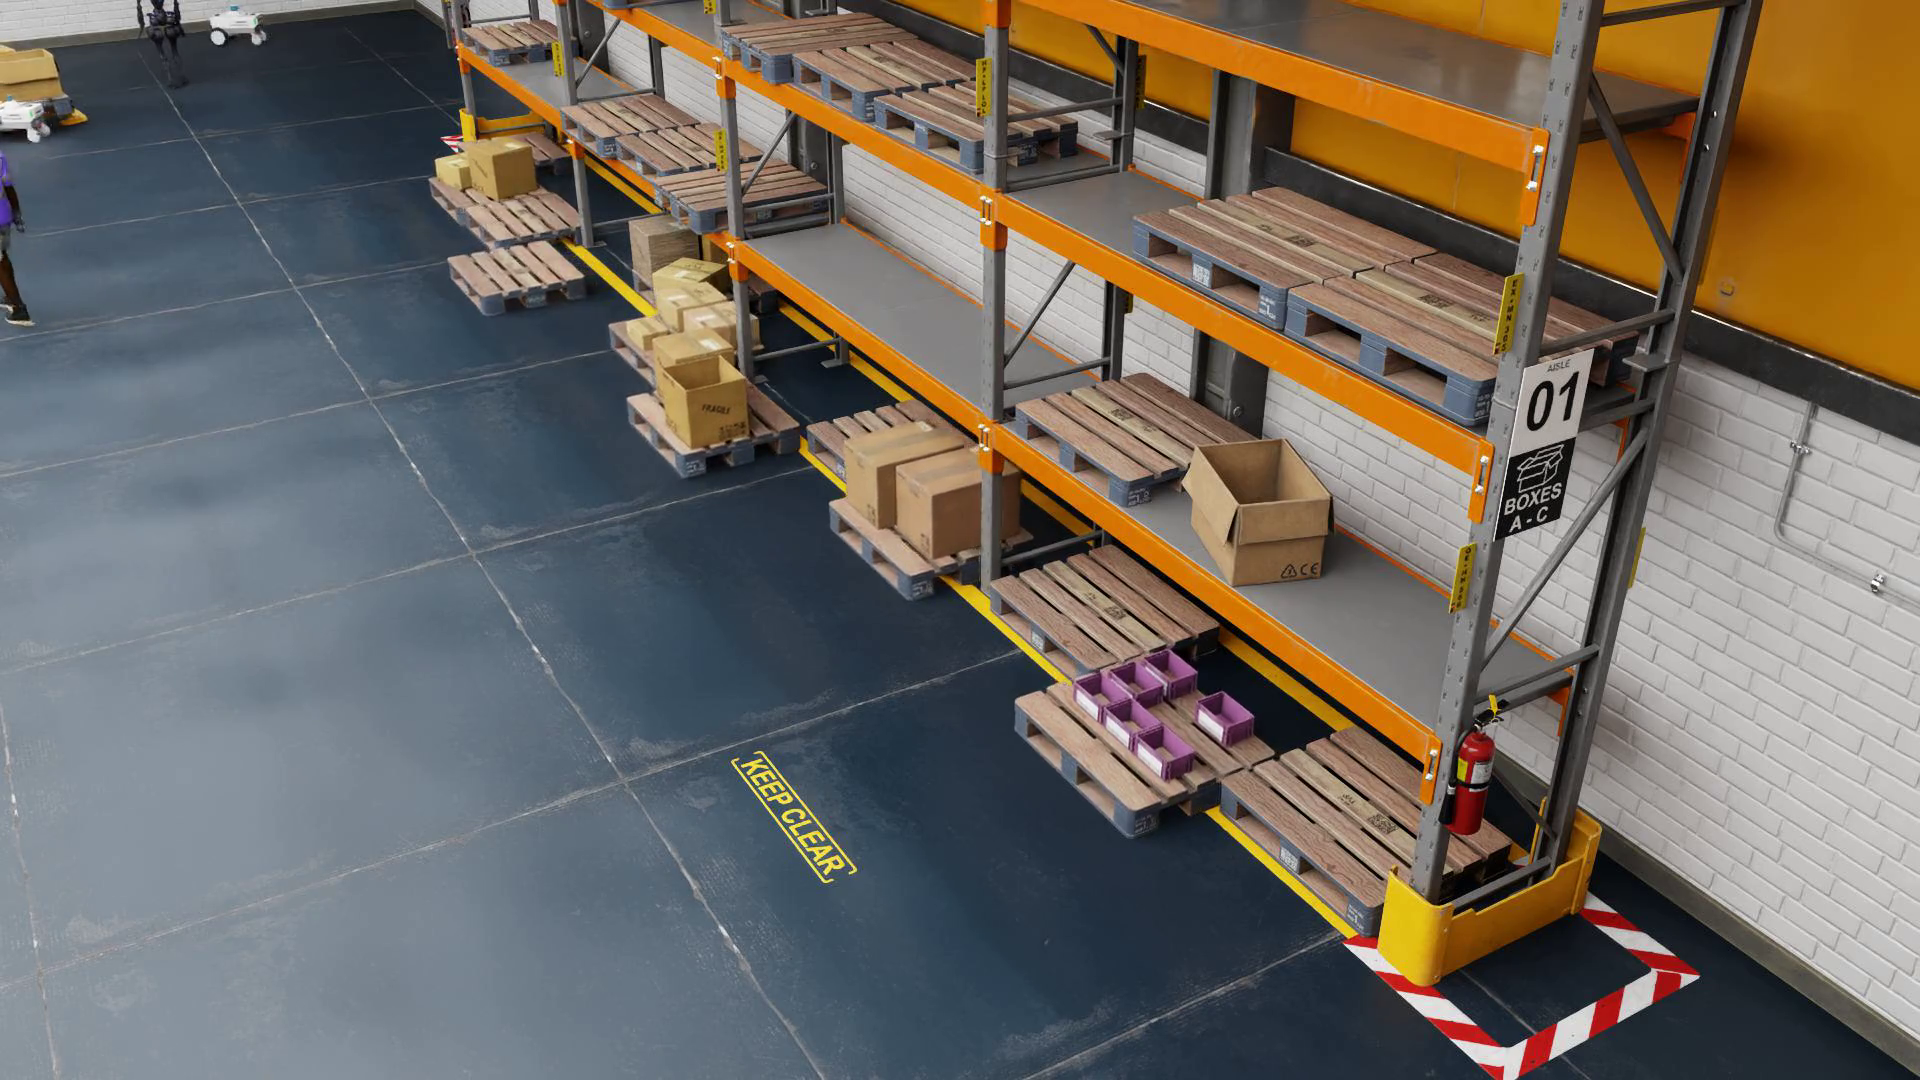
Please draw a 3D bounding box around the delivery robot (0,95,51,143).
[{"bbox_3d":[-11.717,-5.196,20.521,0.795,0.602,0.499,-1,30,-1],"label":"delivery robot"}]

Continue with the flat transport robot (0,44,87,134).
[{"bbox_3d":[-11.886,-5.310,21.007,1.431,0.231,0.659,-22,36,-34],"label":"flat transport robot"}]

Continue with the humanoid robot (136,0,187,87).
[{"bbox_3d":[-10.828,-6.965,22.505,0.603,1.651,0.320,-22,36,-34],"label":"humanoid robot"}]

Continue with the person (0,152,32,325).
[{"bbox_3d":[-8.908,-2.914,15.092,0.785,1.925,0.608,12,32,20],"label":"person"}]

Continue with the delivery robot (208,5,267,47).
[{"bbox_3d":[-10.871,-7.741,24.977,0.745,0.565,0.499,-2,30,-4],"label":"delivery robot"}]
